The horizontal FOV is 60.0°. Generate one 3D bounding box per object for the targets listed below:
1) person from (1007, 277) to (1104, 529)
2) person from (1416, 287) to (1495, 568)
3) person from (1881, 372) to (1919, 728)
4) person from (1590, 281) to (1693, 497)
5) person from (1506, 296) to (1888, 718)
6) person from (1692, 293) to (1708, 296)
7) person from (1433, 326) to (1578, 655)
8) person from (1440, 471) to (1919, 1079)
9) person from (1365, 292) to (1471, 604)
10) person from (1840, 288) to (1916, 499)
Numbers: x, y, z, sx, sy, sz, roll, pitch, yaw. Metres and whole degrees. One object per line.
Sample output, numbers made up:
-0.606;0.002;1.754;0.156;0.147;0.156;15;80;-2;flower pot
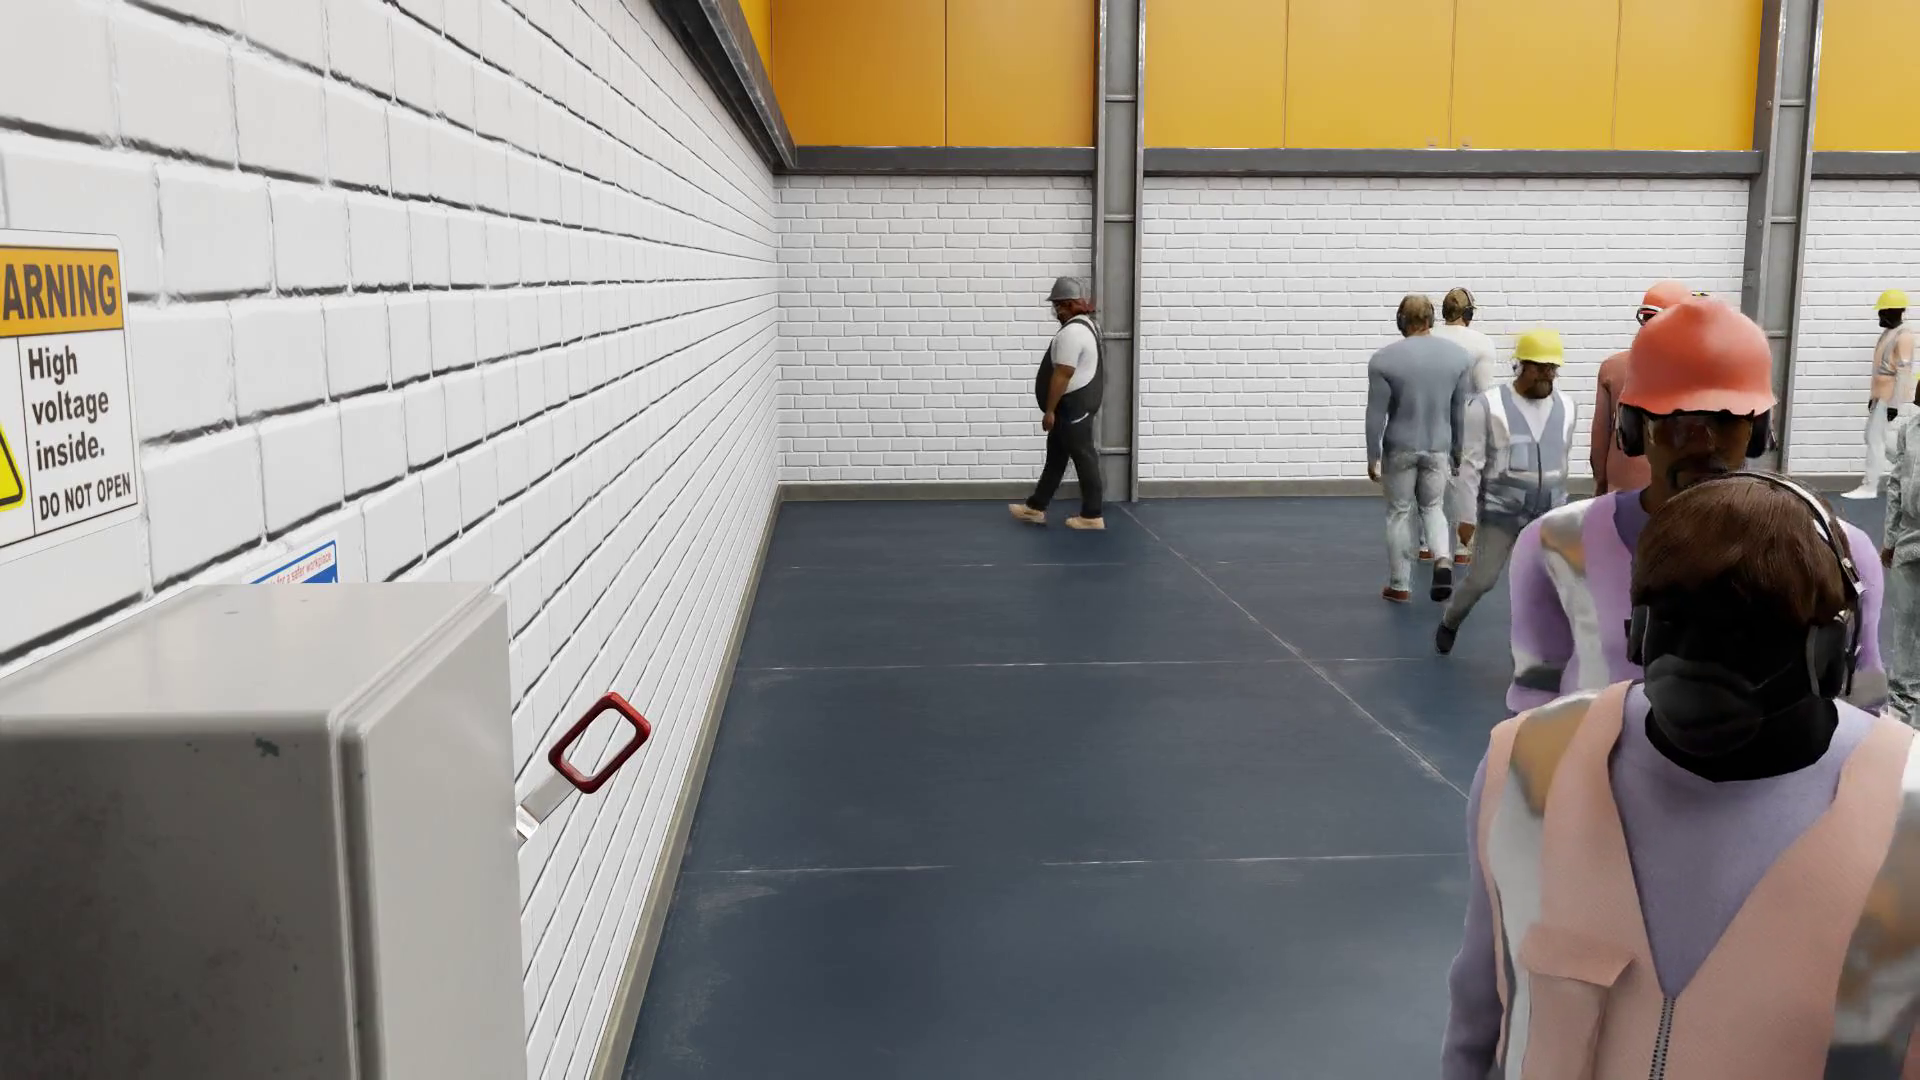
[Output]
0.753;-1.101;13.269;0.926;2.000;0.710;2;9;13;person
3.412;-0.779;11.570;0.376;1.940;0.629;-9;13;-44;person
4.188;0.024;7.144;0.325;1.740;0.492;-4;10;-26;person
3.502;-0.303;8.402;0.397;1.992;0.621;-8;12;-40;person
1.305;0.558;3.035;0.624;2.007;1.065;3;10;19;person
6.370;-1.207;14.476;0.329;1.872;0.507;-2;9;-10;person
2.731;-0.178;8.285;0.594;1.791;0.888;-1;9;-5;person
0.796;0.832;1.794;0.636;1.826;0.432;7;12;39;person
2.778;-0.533;10.078;0.644;1.919;0.570;-1;9;-4;person
8.379;-1.311;14.995;0.612;1.916;0.626;3;9;16;person
